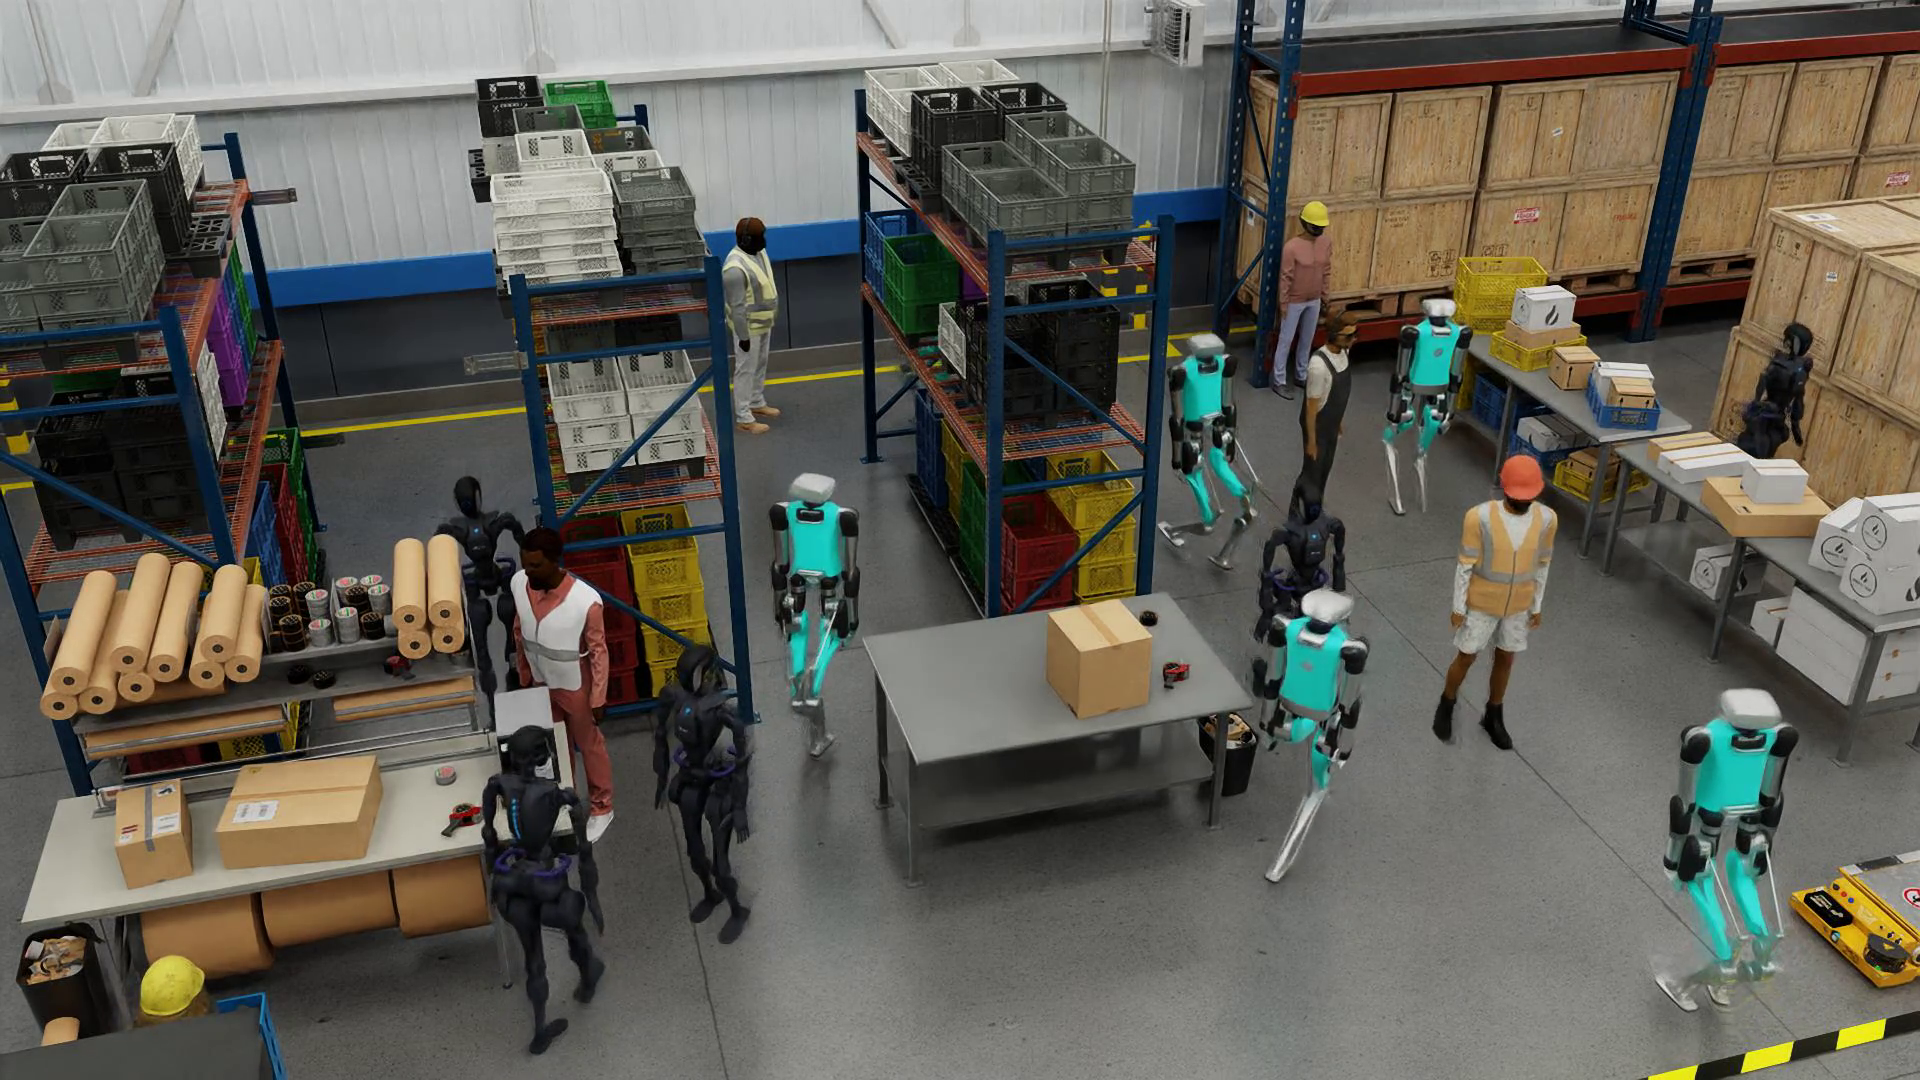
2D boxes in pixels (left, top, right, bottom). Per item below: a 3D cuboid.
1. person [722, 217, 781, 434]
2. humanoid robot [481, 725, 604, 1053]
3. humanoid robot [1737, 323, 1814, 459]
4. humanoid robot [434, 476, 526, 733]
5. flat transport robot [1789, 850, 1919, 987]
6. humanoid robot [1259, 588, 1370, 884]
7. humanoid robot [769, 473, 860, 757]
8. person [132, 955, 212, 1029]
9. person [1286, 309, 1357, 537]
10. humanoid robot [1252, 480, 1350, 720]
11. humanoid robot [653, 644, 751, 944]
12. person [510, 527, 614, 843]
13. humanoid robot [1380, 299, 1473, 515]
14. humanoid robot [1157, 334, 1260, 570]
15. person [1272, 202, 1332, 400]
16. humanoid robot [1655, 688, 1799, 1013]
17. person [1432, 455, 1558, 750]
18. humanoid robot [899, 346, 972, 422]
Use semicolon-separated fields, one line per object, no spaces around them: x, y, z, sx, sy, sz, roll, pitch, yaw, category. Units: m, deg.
-1.710;-1.790;13.802;0.430;1.833;0.619;7;30;12;person
-1.952;1.609;7.793;0.613;1.634;0.592;8;30;15;humanoid robot
5.919;-0.865;12.303;0.593;1.637;0.693;-15;32;-25;humanoid robot
-2.826;0.356;10.095;0.612;1.628;0.768;-8;30;-14;humanoid robot
5.163;1.916;8.676;1.431;0.231;0.659;-8;30;-14;flat transport robot
1.955;0.946;8.964;0.545;1.771;1.036;18;33;29;humanoid robot
-0.892;0.564;9.645;0.540;1.799;0.793;6;29;11;humanoid robot
-2.890;2.306;6.432;0.492;1.742;0.320;-2;29;-4;person
2.621;-0.803;12.001;0.336;1.838;0.505;19;34;30;person
2.048;0.346;10.075;0.609;1.645;0.420;-9;30;-15;humanoid robot
-1.299;1.256;8.401;0.589;1.649;0.352;13;32;23;humanoid robot
-2.151;0.772;9.044;0.587;1.920;0.393;14;32;24;person
3.408;-0.991;12.493;0.543;1.856;0.665;-2;29;-4;humanoid robot
1.766;-0.558;11.627;0.555;1.736;0.944;-14;32;-23;humanoid robot
2.981;-2.076;14.390;0.522;1.760;0.336;-15;32;-25;person
3.604;1.541;7.694;0.533;1.677;0.735;-3;29;-5;humanoid robot
3.169;0.356;9.799;0.561;1.930;0.466;-1;29;-1;person
-0.136;-1.674;13.690;1.024;1.729;0.561;-8;30;-13;humanoid robot
